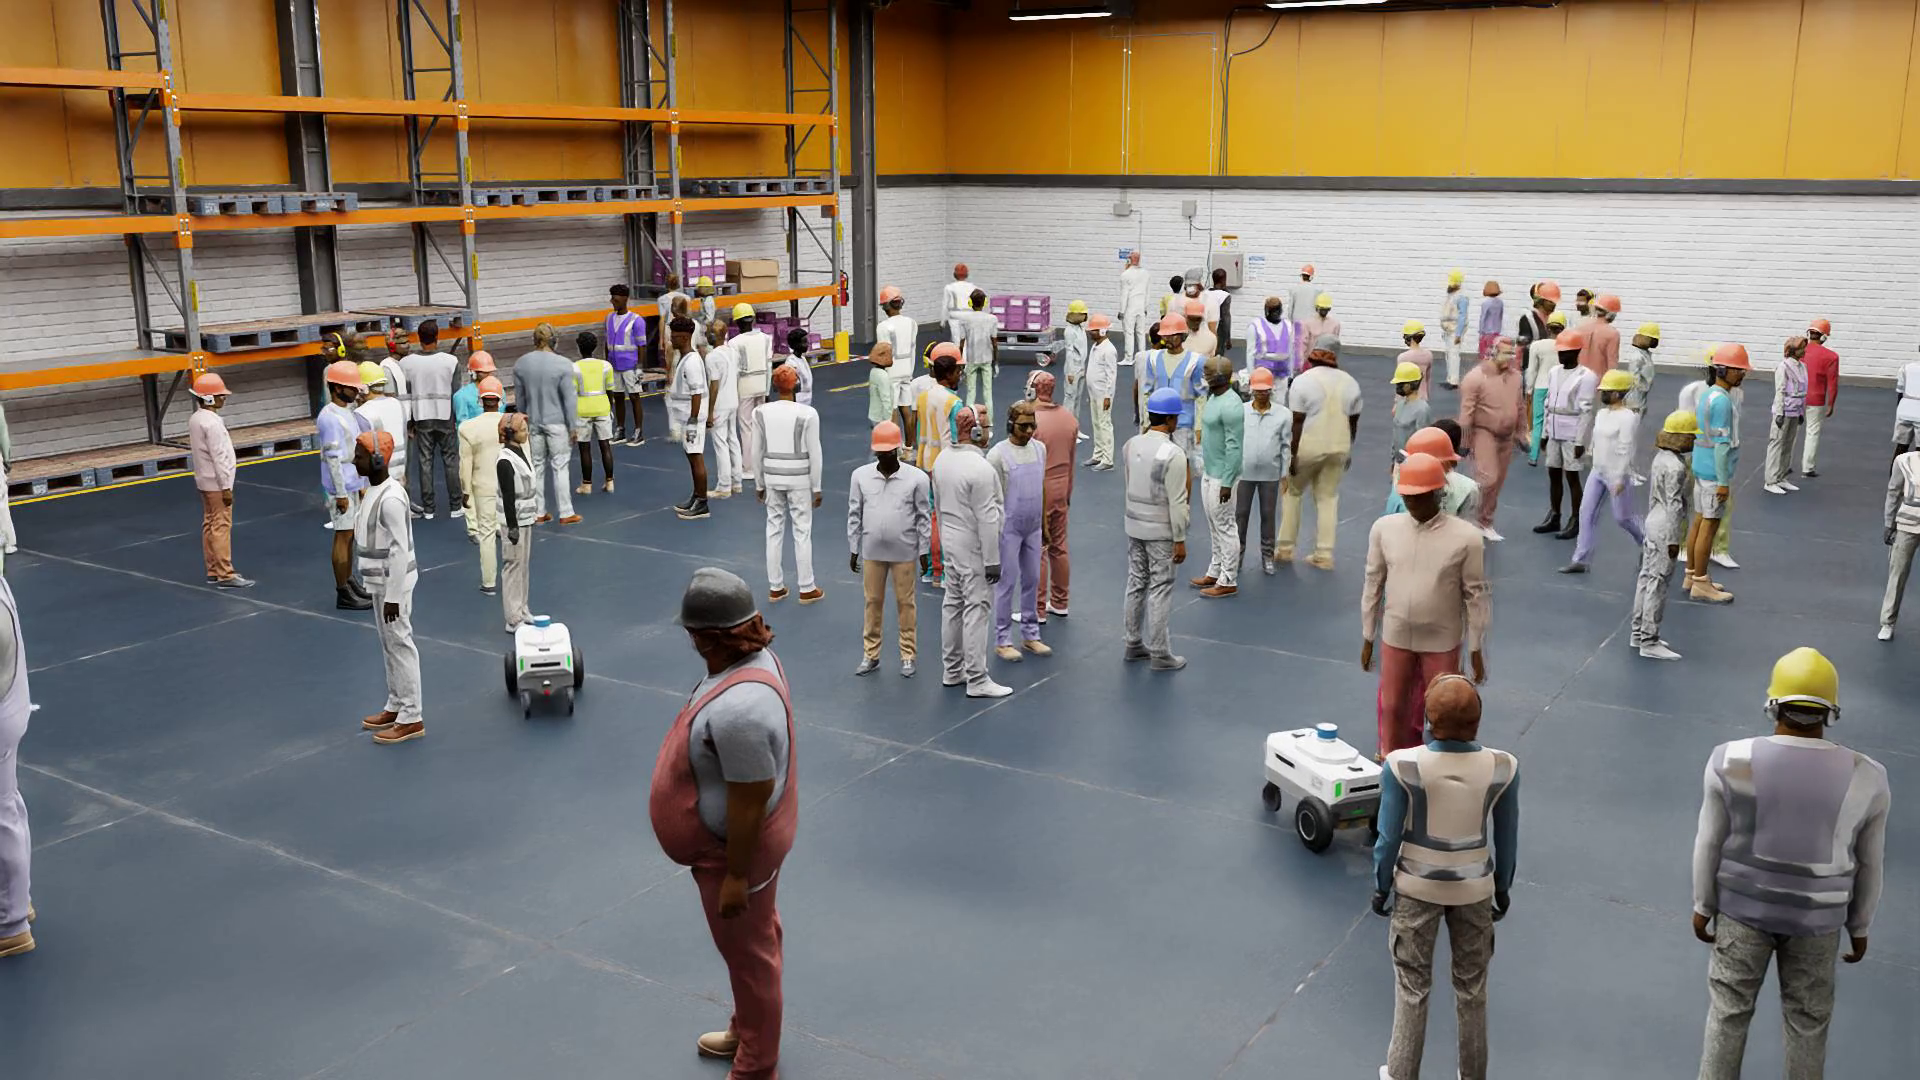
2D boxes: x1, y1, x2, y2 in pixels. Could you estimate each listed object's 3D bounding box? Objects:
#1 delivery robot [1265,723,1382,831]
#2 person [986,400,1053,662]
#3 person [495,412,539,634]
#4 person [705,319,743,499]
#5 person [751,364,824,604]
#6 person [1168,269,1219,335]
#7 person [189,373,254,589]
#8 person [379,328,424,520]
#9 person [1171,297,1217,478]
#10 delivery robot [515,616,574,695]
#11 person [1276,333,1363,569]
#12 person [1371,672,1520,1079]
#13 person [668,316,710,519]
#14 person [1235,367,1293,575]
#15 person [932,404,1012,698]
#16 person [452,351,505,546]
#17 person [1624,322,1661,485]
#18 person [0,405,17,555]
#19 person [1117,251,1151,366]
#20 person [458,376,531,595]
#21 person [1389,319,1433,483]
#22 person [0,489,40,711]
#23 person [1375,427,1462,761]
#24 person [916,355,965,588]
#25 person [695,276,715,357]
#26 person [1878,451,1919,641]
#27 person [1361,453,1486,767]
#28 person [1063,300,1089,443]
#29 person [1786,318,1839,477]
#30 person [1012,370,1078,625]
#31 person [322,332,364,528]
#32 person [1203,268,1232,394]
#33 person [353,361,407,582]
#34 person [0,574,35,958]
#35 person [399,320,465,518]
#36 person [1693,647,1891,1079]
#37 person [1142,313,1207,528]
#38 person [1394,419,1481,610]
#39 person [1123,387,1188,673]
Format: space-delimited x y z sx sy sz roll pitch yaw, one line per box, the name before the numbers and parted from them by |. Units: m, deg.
delivery robot | 1.898 1.196 8.655 0.477 0.478 0.707 -6 14 -21
person | 0.411 -0.065 11.550 0.516 1.835 0.358 -10 16 -37
person | -3.252 -0.126 12.232 0.306 1.639 0.524 -1 13 -2
person | -2.441 -1.337 17.032 0.328 1.844 0.513 6 14 23
person | -1.343 -0.433 13.027 0.576 1.884 0.362 4 14 18
person | 3.033 -2.572 21.963 0.684 2.000 0.535 6 14 23
person | -6.032 -0.482 13.526 0.330 1.751 0.563 -11 17 -38
person | -5.429 -1.125 16.112 0.389 1.847 0.567 -1 13 -4
person | 2.536 -1.722 18.464 0.607 1.964 0.941 -1 13 -2
delivery robot | -2.674 0.731 10.687 0.477 0.478 0.707 -4 13 -15
person | 3.077 -0.794 14.251 0.710 2.000 0.732 -4 14 -16
person | 1.770 1.289 6.100 0.522 1.636 0.310 0 13 1
person | -2.624 -1.190 16.129 0.362 1.963 0.613 -3 13 -13
person | 2.493 -0.575 13.927 0.561 1.752 0.324 2 13 7
person | 0.088 0.068 10.804 0.407 1.910 0.640 -7 15 -29
person | -4.298 -0.838 15.067 0.333 1.753 0.562 9 15 33
person | 7.290 -1.464 17.825 0.311 1.736 0.483 8 15 30
person | -8.552 -0.650 14.499 0.514 1.642 0.310 -9 16 -35
person | 2.890 -3.883 27.943 0.651 1.906 0.404 -10 16 -38
person | -3.721 -0.439 13.338 0.572 1.749 0.341 -6 14 -24
person | 4.814 -1.470 17.785 0.532 1.767 0.328 -9 16 -35
person | -6.037 0.332 10.295 0.394 1.620 0.499 -6 14 -26
person | 2.583 0.352 9.382 0.379 1.995 0.612 -2 13 -10
person | -0.139 -0.567 13.534 0.388 1.919 0.593 -9 16 -35
person | -3.732 -3.006 24.497 0.297 1.744 0.487 -2 13 -8
person | 6.922 -0.061 11.957 0.519 1.637 0.307 6 14 24
person | 2.420 0.527 8.701 0.682 1.977 0.415 8 15 30
person | 1.439 -2.078 20.472 0.295 1.743 0.492 6 14 23
person | 9.297 -1.552 18.205 0.352 1.738 0.574 -13 18 -43
person | 0.596 -0.322 12.497 0.401 1.907 0.648 12 17 41
person | -5.762 -1.010 15.559 0.514 1.872 0.332 8 15 33
person | 3.617 -2.914 23.752 0.402 1.909 0.586 -7 15 -29
person | -4.758 -0.547 13.632 0.404 1.832 0.592 4 14 18
person | -4.347 0.821 7.244 0.538 2.000 0.683 -6 14 -25
person | -5.082 -1.157 16.090 0.590 1.920 0.392 -2 13 -8
person | 2.860 1.266 5.792 0.590 1.823 0.403 5 14 21
person | 1.990 -1.110 15.618 0.614 2.040 0.390 7 15 29
person | 2.886 0.213 10.181 0.398 1.911 0.606 -9 16 -34
person | 1.342 -0.070 11.331 0.417 1.940 0.607 -8 15 -30
